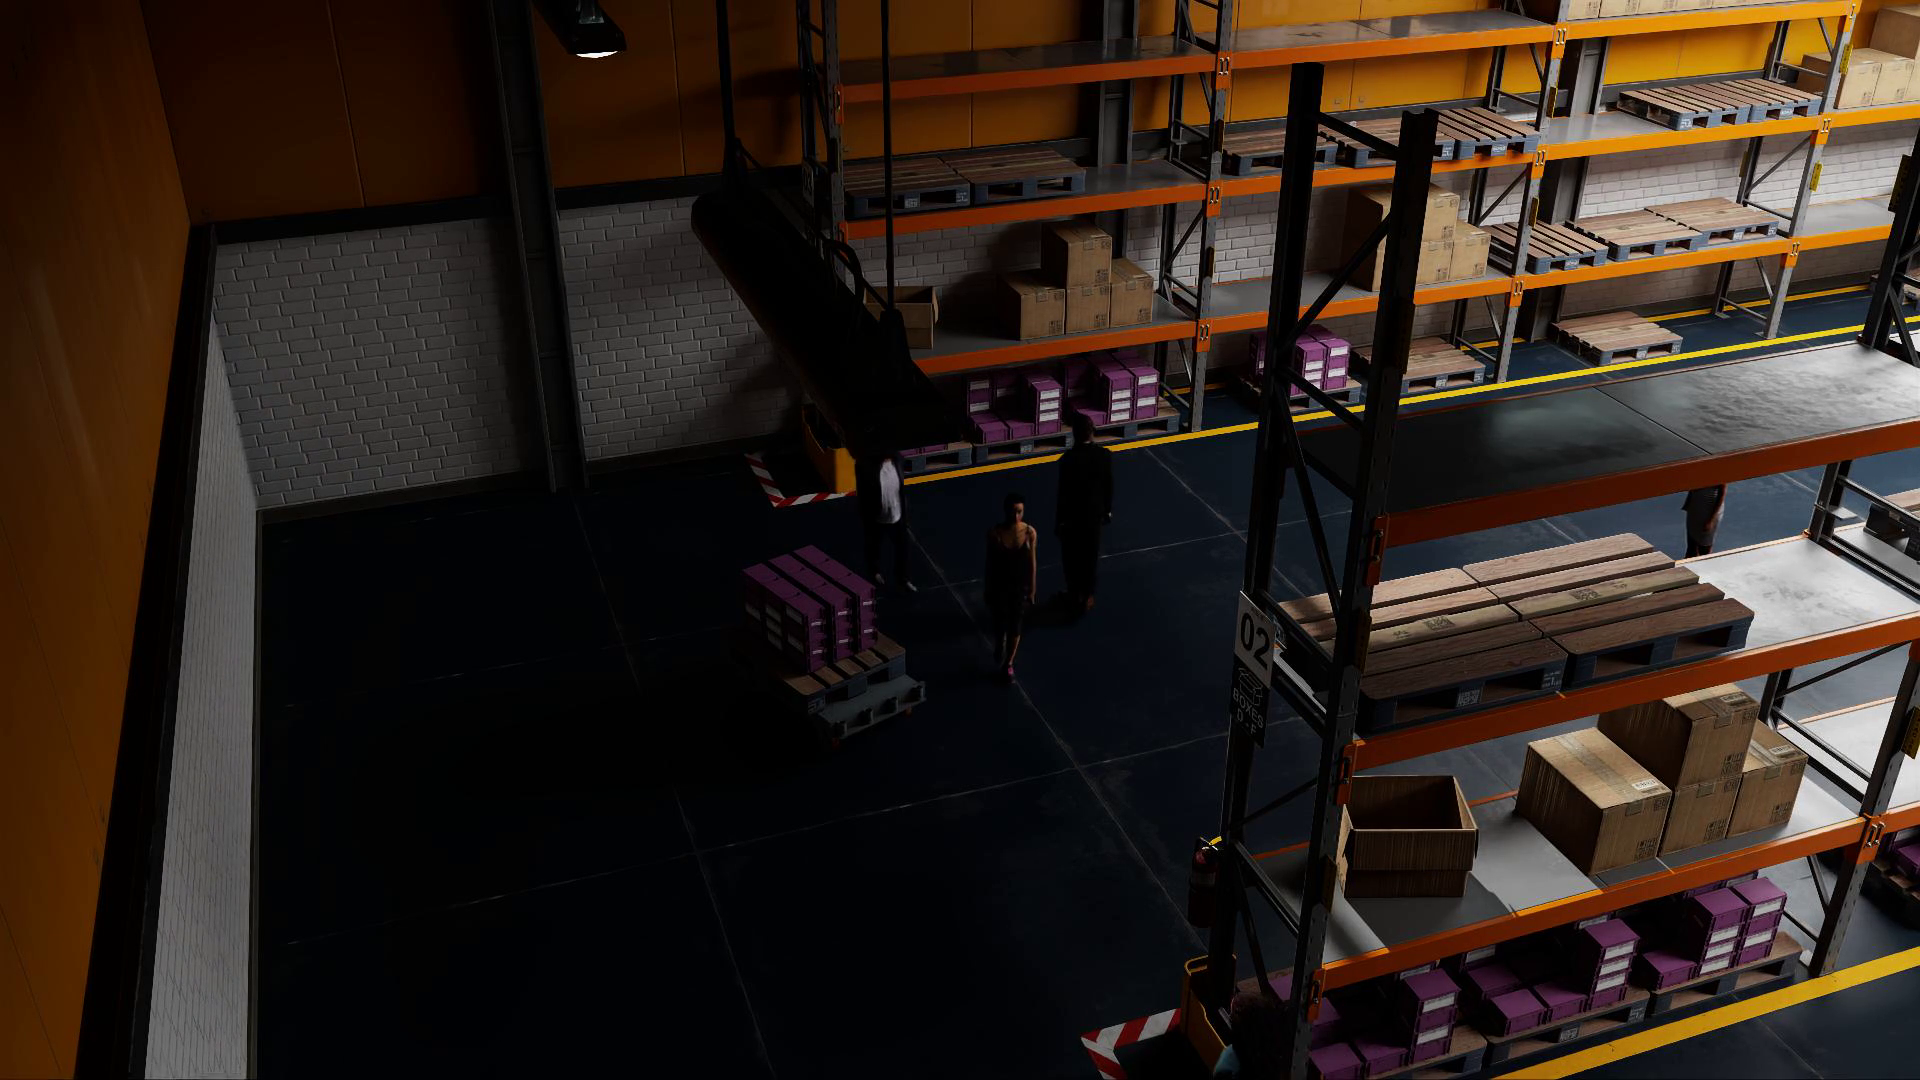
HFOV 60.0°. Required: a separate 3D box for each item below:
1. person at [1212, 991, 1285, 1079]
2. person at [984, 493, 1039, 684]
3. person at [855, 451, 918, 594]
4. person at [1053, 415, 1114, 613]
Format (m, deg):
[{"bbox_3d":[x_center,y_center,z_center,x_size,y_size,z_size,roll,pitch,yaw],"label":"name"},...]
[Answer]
[{"bbox_3d":[1.553,3.094,8.805,0.790,1.596,0.725,12,31,20],"label":"person"},{"bbox_3d":[0.404,0.350,13.707,0.679,1.721,0.734,-2,29,-3],"label":"person"},{"bbox_3d":[-0.735,-0.297,15.046,0.761,1.573,0.777,-14,31,-24],"label":"person"},{"bbox_3d":[1.069,-0.210,14.545,0.705,1.900,0.763,-9,30,-16],"label":"person"}]
